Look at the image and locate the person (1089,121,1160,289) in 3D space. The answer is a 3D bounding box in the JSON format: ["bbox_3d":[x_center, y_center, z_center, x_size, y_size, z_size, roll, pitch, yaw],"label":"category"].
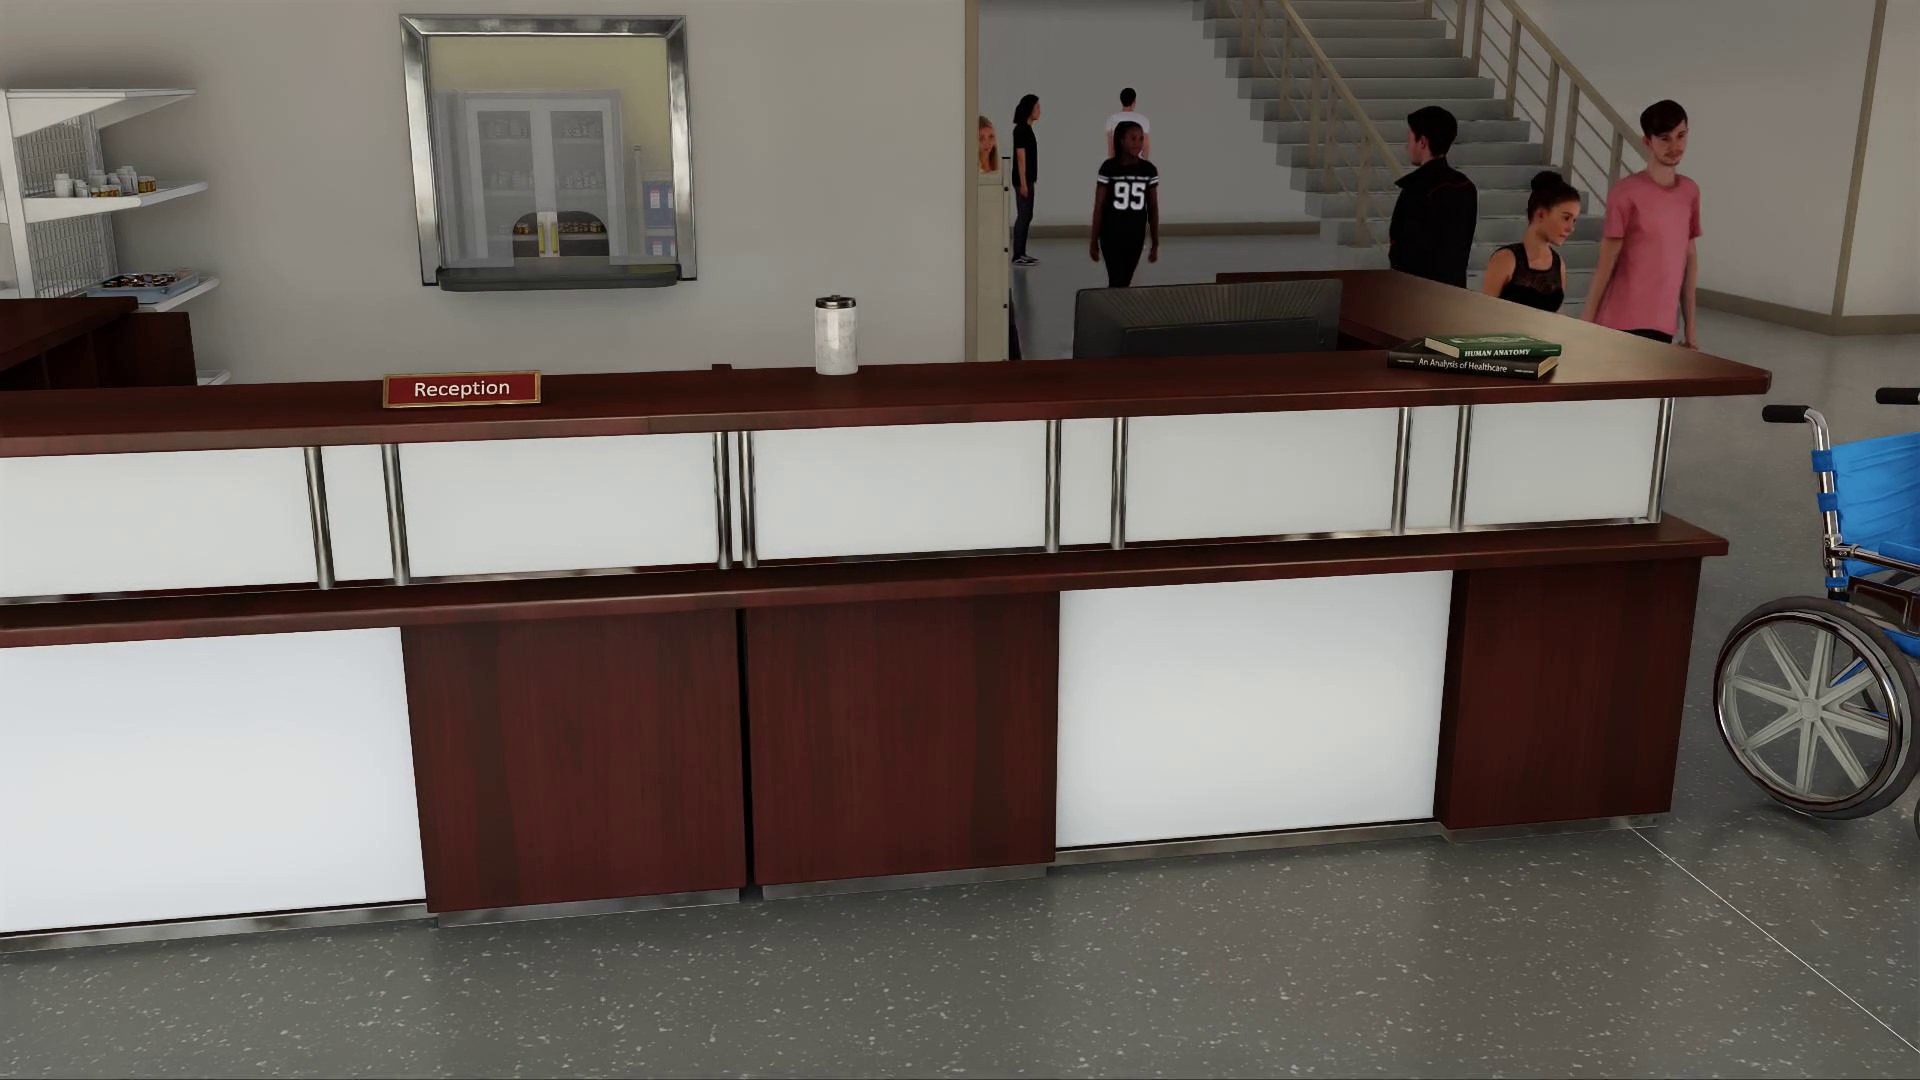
[{"bbox_3d":[1.162,-2.186,12.249,0.687,1.691,1.107,-4,16,-15],"label":"person"}]

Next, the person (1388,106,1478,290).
[{"bbox_3d":[2.190,-0.973,7.538,0.803,1.913,0.823,-13,20,-39],"label":"person"}]

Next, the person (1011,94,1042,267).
[{"bbox_3d":[0.696,-3.953,18.242,0.767,1.828,0.612,4,16,13],"label":"person"}]

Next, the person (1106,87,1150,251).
[{"bbox_3d":[1.977,-4.382,19.678,0.780,1.887,0.799,7,17,23],"label":"person"}]

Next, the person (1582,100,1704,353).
[{"bbox_3d":[2.969,-0.936,7.404,0.968,1.914,0.963,-12,20,-36],"label":"person"}]

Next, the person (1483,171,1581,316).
[{"bbox_3d":[2.261,-0.699,7.042,0.791,1.655,0.905,-8,18,-26],"label":"person"}]
